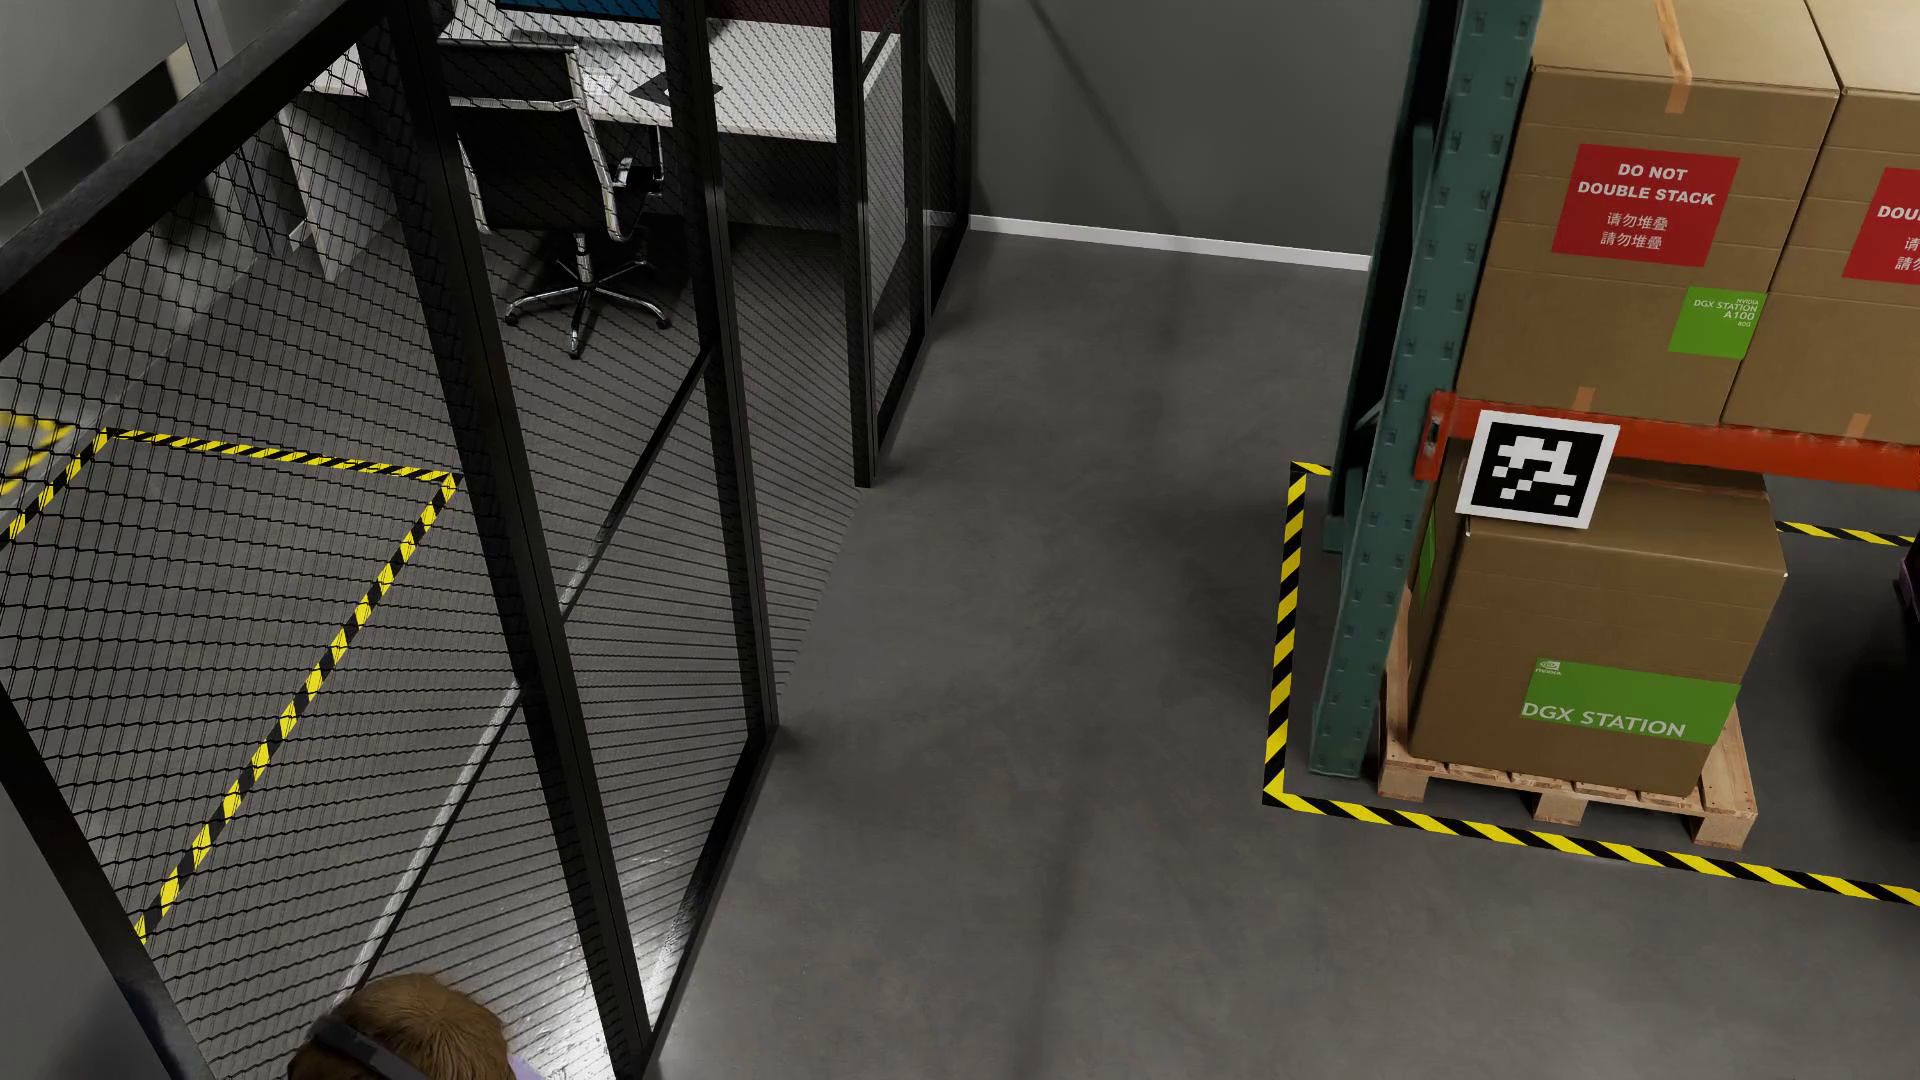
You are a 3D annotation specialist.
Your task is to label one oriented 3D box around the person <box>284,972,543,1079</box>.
[{"bbox_3d":[-0.525,1.153,2.175,0.630,1.934,0.372,19,44,20],"label":"person"}]
